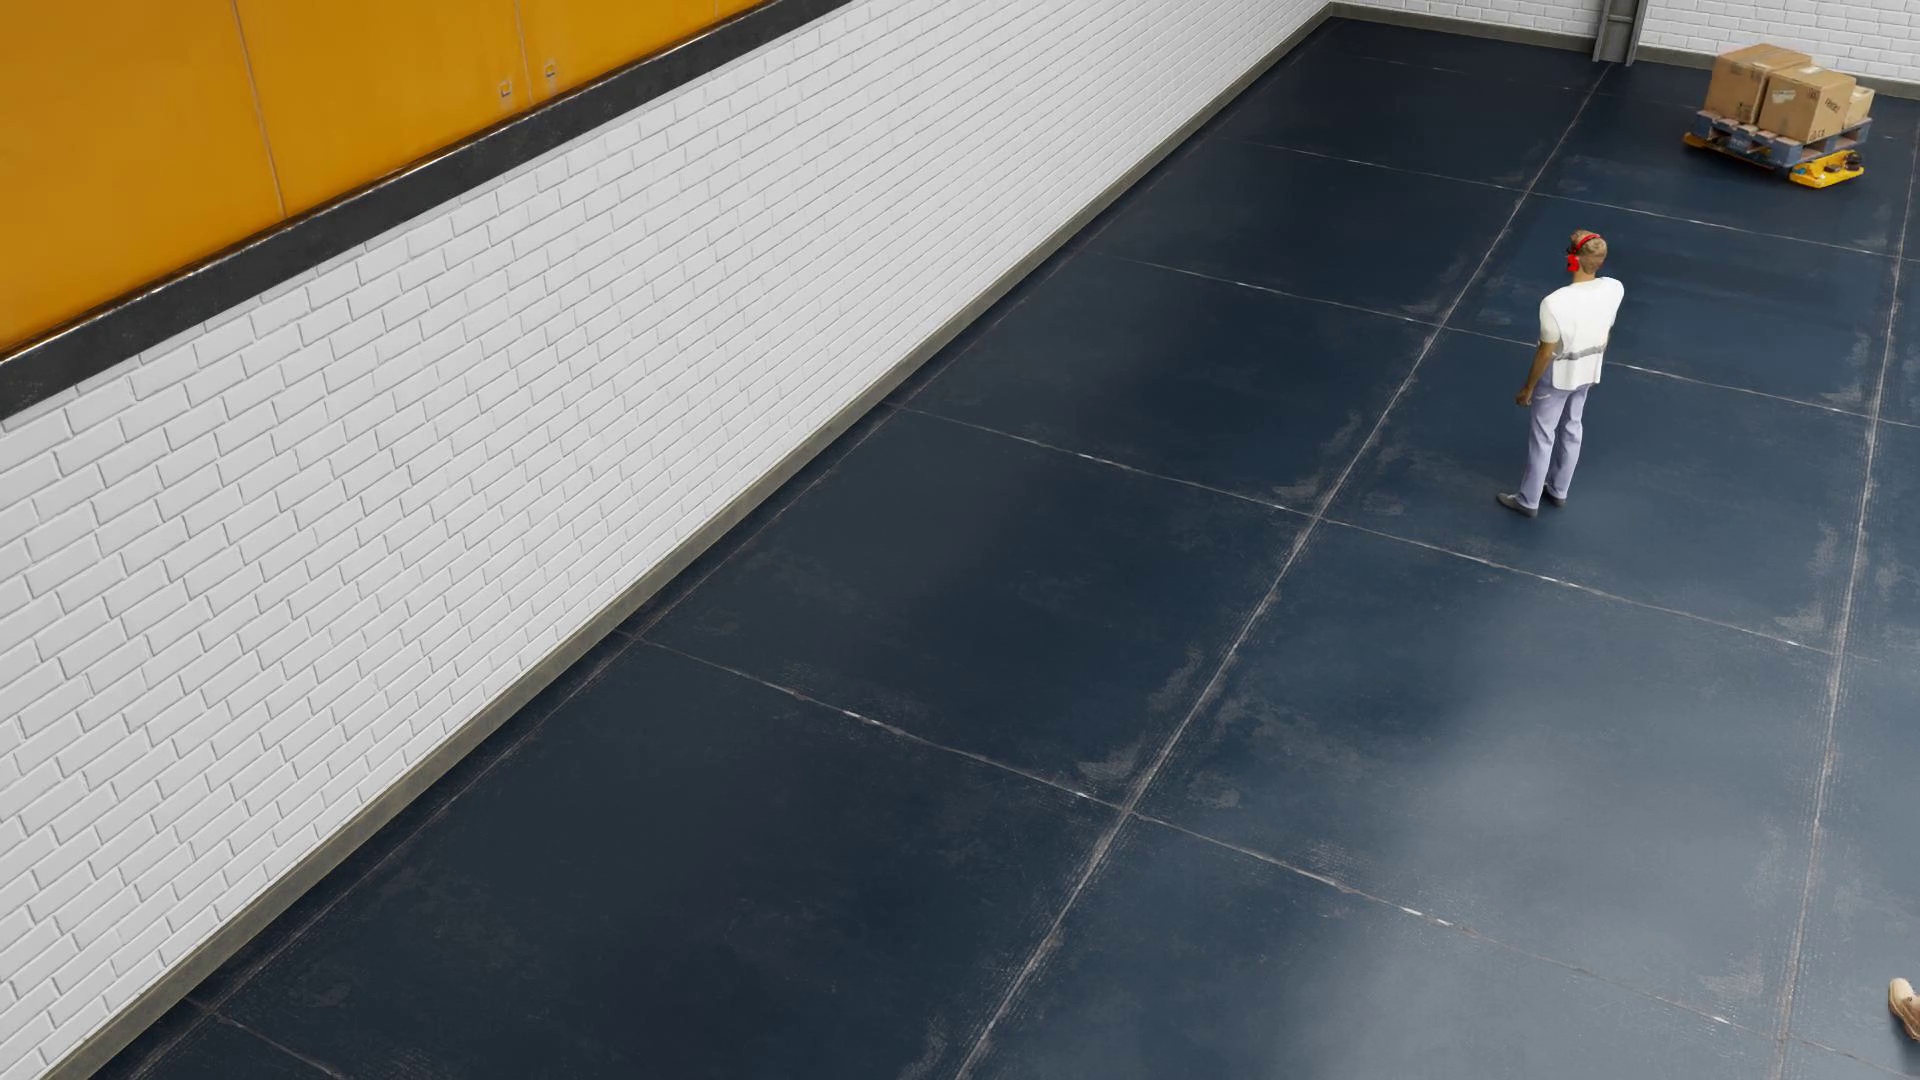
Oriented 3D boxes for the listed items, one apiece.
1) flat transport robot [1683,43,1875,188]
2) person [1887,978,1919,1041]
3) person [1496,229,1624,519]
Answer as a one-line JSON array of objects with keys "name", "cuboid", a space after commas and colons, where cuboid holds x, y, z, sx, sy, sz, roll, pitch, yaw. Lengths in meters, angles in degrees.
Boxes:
[{"name": "flat transport robot", "cuboid": [7.497, -3.603, 15.337, 0.659, 0.231, 1.431, -20, 39, -27]}, {"name": "person", "cuboid": [4.242, 1.500, 6.467, 0.572, 1.690, 0.821, -12, 36, -18]}, {"name": "person", "cuboid": [3.629, -0.970, 10.006, 0.562, 1.847, 0.389, -15, 37, -21]}]
